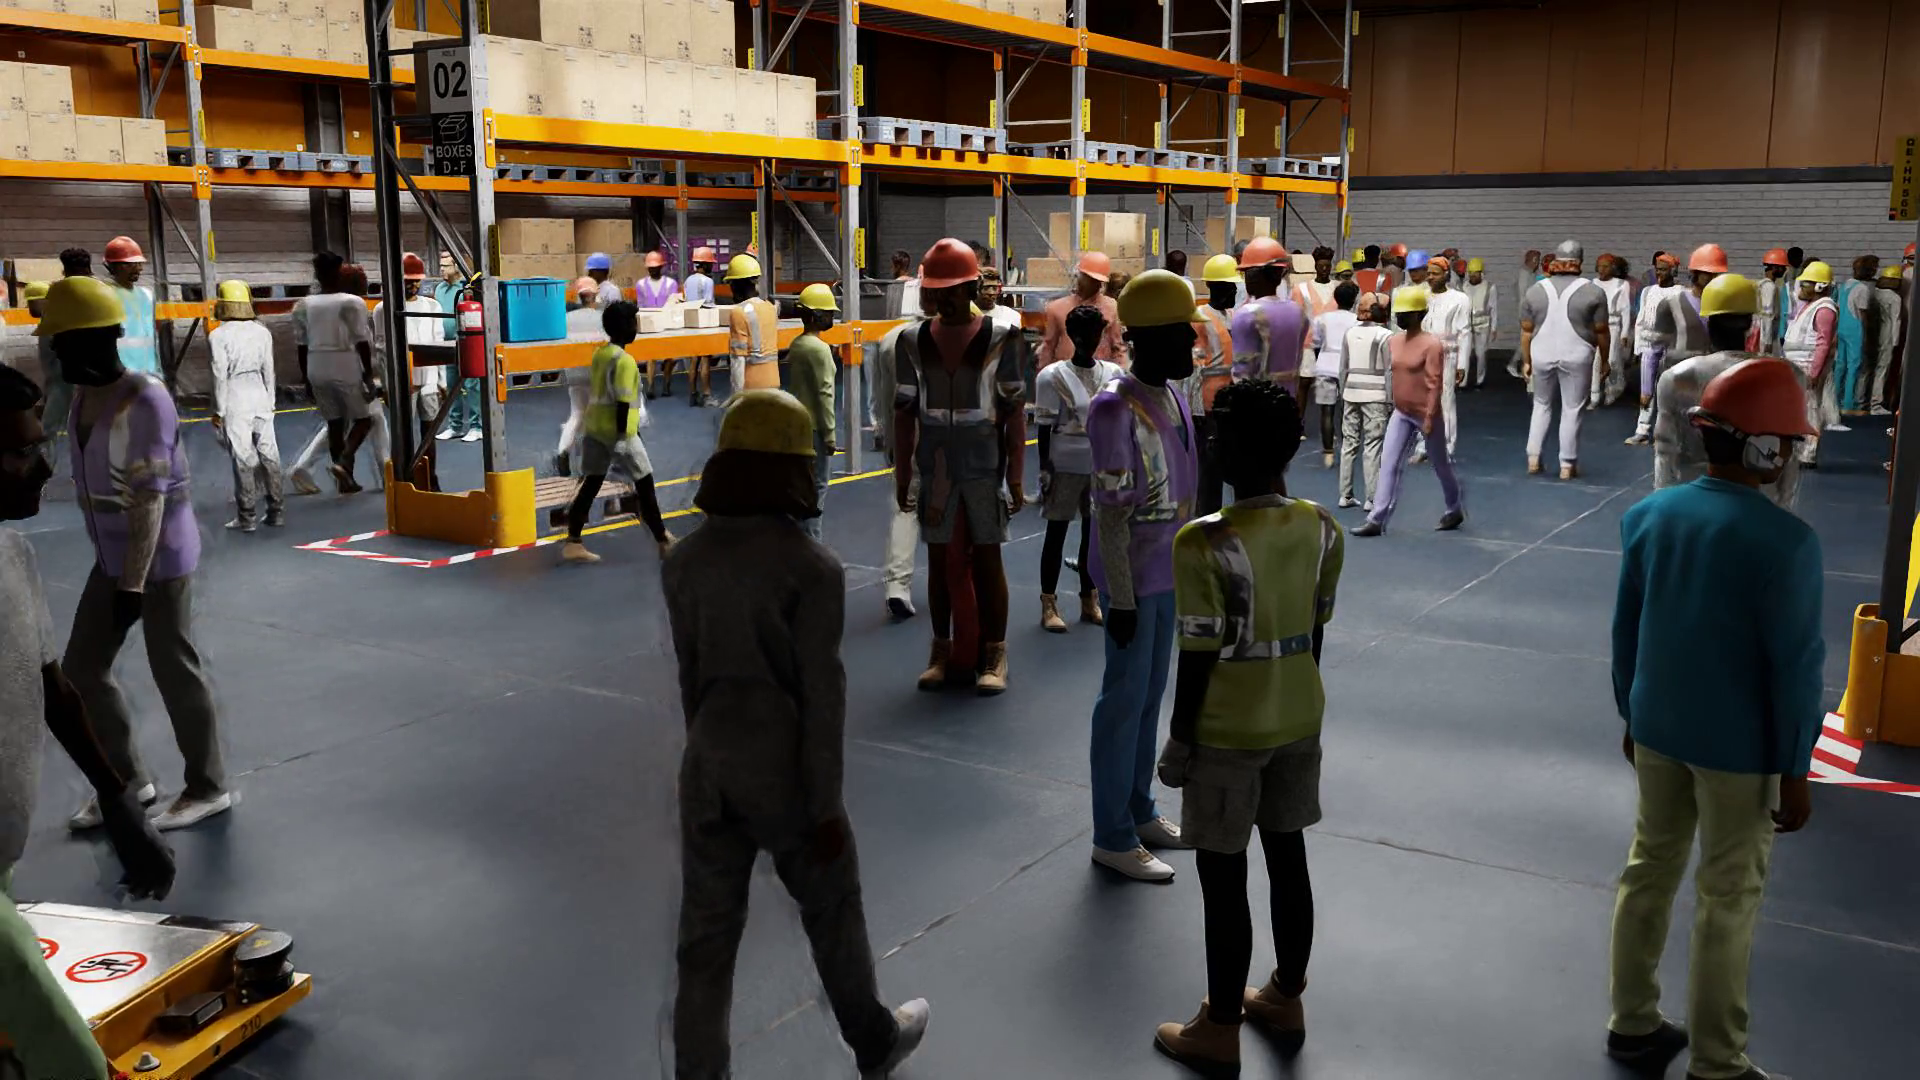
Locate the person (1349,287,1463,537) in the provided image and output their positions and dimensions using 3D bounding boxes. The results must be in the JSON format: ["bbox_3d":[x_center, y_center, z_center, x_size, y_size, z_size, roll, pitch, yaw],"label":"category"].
[{"bbox_3d":[3.141,-0.874,11.396,0.959,1.713,0.531,-6,12,-30],"label":"person"}]

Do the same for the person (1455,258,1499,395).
[{"bbox_3d":[6.836,-2.834,22.032,0.602,1.796,0.903,5,11,27],"label":"person"}]

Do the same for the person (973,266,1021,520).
[{"bbox_3d":[0.166,-1.054,12.043,0.563,1.836,0.395,-2,10,-11],"label":"person"}]

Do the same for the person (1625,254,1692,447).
[{"bbox_3d":[6.867,-1.848,16.312,0.355,1.882,0.575,-7,13,-35],"label":"person"}]

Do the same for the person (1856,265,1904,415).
[{"bbox_3d":[10.734,-2.317,19.334,0.322,1.729,0.488,-3,11,-16],"label":"person"}]

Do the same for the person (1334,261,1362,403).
[{"bbox_3d":[4.759,-2.593,20.763,0.530,1.768,0.312,-4,11,-21],"label":"person"}]

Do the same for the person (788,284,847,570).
[{"bbox_3d":[-0.884,-0.681,10.188,0.334,1.760,0.525,-5,11,-25],"label":"person"}]

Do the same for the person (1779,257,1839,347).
[{"bbox_3d":[10.064,-2.434,19.738,0.637,1.823,0.588,4,11,23],"label":"person"}]

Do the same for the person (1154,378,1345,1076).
[{"bbox_3d":[0.700,0.455,4.066,0.535,1.697,0.318,-8,13,-38],"label":"person"}]

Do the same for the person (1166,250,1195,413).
[{"bbox_3d":[2.316,-2.074,17.467,0.393,1.916,0.590,3,11,14],"label":"person"}]

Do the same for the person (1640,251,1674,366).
[{"bbox_3d":[11.165,-3.697,26.658,0.508,1.846,0.345,9,13,40],"label":"person"}]

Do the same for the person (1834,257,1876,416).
[{"bbox_3d":[10.297,-2.330,19.163,0.383,1.835,0.543,-1,10,-6],"label":"person"}]

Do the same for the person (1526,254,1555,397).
[{"bbox_3d":[7.525,-2.770,21.517,0.373,1.843,0.572,6,12,30],"label":"person"}]

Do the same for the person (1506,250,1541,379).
[{"bbox_3d":[8.261,-3.268,24.185,0.406,1.884,0.677,6,12,30],"label":"person"}]

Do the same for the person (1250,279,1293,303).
[{"bbox_3d":[3.468,-2.311,18.806,0.643,1.918,0.436,-6,12,-31],"label":"person"}]

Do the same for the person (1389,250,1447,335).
[{"bbox_3d":[4.792,-2.070,17.408,0.627,1.915,0.522,5,11,24],"label":"person"}]

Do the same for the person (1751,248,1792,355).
[{"bbox_3d":[8.933,-2.248,18.403,0.385,1.928,0.546,3,11,15],"label":"person"}]

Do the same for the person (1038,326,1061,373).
[{"bbox_3d":[1.245,-2.877,22.122,0.565,1.841,0.384,-8,13,-38],"label":"person"}]

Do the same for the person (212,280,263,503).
[{"bbox_3d":[-5.543,-1.141,12.817,0.511,1.717,0.398,4,11,23],"label":"person"}]

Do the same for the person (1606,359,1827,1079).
[{"bbox_3d":[1.806,0.447,3.949,0.342,1.748,0.573,-4,11,-21],"label":"person"}]

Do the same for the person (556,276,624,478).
[{"bbox_3d":[-3.180,-1.390,14.211,0.571,1.718,0.773,4,11,21],"label":"person"}]

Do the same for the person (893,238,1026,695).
[{"bbox_3d":[-0.012,-0.317,7.430,0.611,2.030,0.408,3,11,15],"label":"person"}]

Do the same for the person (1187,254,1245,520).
[{"bbox_3d":[1.690,-0.905,10.962,0.366,1.927,0.587,7,13,36],"label":"person"}]

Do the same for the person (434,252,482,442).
[{"bbox_3d":[-5.077,-1.944,16.775,0.650,1.906,0.401,6,12,30],"label":"person"}]

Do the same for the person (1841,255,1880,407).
[{"bbox_3d":[10.823,-2.495,19.998,0.575,1.841,0.375,-1,10,-8],"label":"person"}]

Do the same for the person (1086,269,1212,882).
[{"bbox_3d":[0.601,0.107,5.347,0.360,1.930,0.588,5,11,25],"label":"person"}]

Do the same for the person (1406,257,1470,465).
[{"bbox_3d":[4.272,-1.591,14.915,0.577,1.877,0.339,9,13,39],"label":"person"}]

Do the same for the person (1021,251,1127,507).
[{"bbox_3d":[0.843,-1.163,12.372,0.822,1.949,0.503,3,11,16],"label":"person"}]

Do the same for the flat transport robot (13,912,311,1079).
[{"bbox_3d":[-2.479,1.140,4.220,1.431,0.197,0.652,2,11,13],"label":"flat transport robot"}]

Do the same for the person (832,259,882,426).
[{"bbox_3d":[-1.109,-2.194,18.166,0.596,1.909,0.390,-2,10,-10],"label":"person"}]

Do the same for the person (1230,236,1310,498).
[{"bbox_3d":[1.722,-0.713,9.585,0.611,2.041,0.387,-9,14,-42],"label":"person"}]
